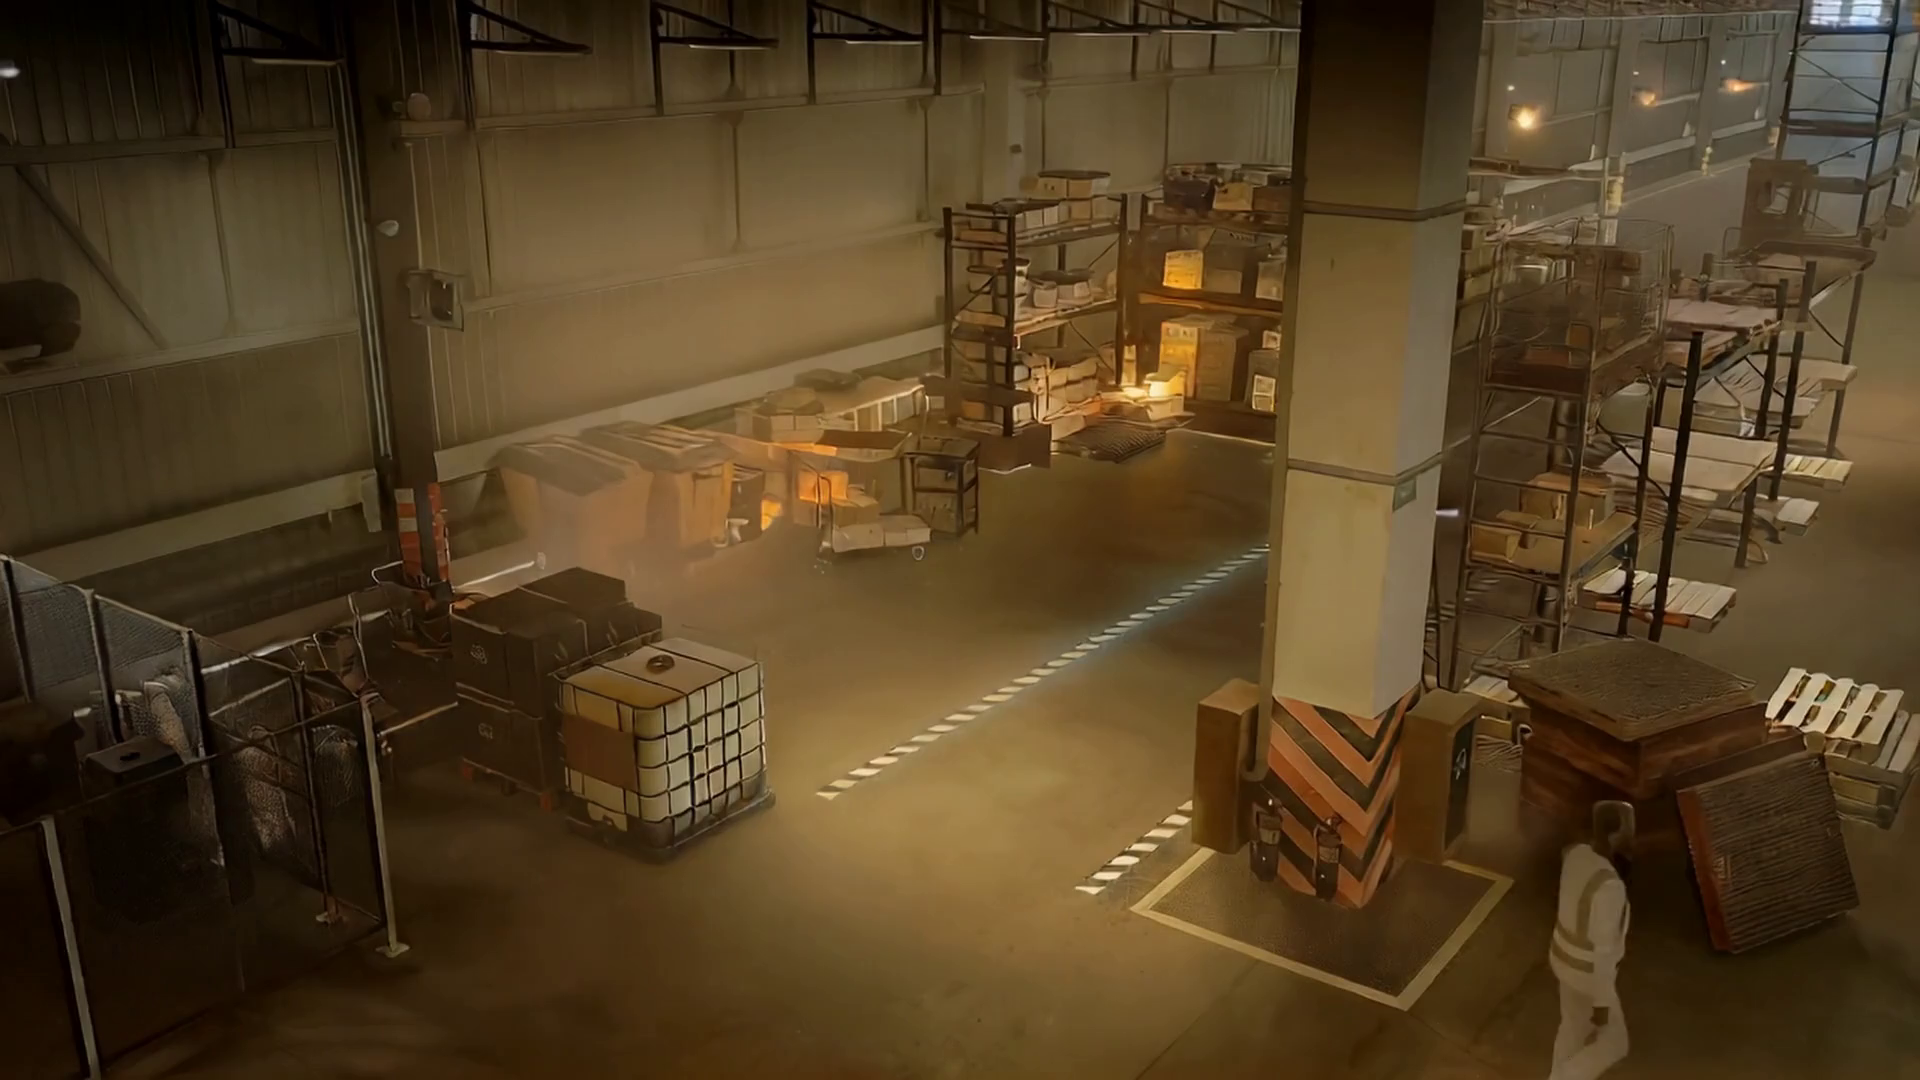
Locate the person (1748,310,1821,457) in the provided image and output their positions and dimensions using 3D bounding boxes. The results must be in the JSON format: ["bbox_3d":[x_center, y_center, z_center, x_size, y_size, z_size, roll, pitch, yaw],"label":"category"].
[{"bbox_3d":[10.763,-2.047,21.466,1.011,1.888,0.648,14,23,36],"label":"person"}]

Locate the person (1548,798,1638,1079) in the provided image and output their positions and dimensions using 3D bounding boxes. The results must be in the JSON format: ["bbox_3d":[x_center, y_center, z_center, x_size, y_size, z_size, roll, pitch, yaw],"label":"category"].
[{"bbox_3d":[3.218,2.198,8.495,0.403,1.865,0.607,-1,18,-2],"label":"person"}]

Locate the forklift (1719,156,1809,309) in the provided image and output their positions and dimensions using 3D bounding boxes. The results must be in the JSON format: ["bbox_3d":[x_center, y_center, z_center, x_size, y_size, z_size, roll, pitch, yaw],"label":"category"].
[{"bbox_3d":[15.283,-5.815,31.417,1.129,2.768,1.873,13,22,34],"label":"forklift"}]
